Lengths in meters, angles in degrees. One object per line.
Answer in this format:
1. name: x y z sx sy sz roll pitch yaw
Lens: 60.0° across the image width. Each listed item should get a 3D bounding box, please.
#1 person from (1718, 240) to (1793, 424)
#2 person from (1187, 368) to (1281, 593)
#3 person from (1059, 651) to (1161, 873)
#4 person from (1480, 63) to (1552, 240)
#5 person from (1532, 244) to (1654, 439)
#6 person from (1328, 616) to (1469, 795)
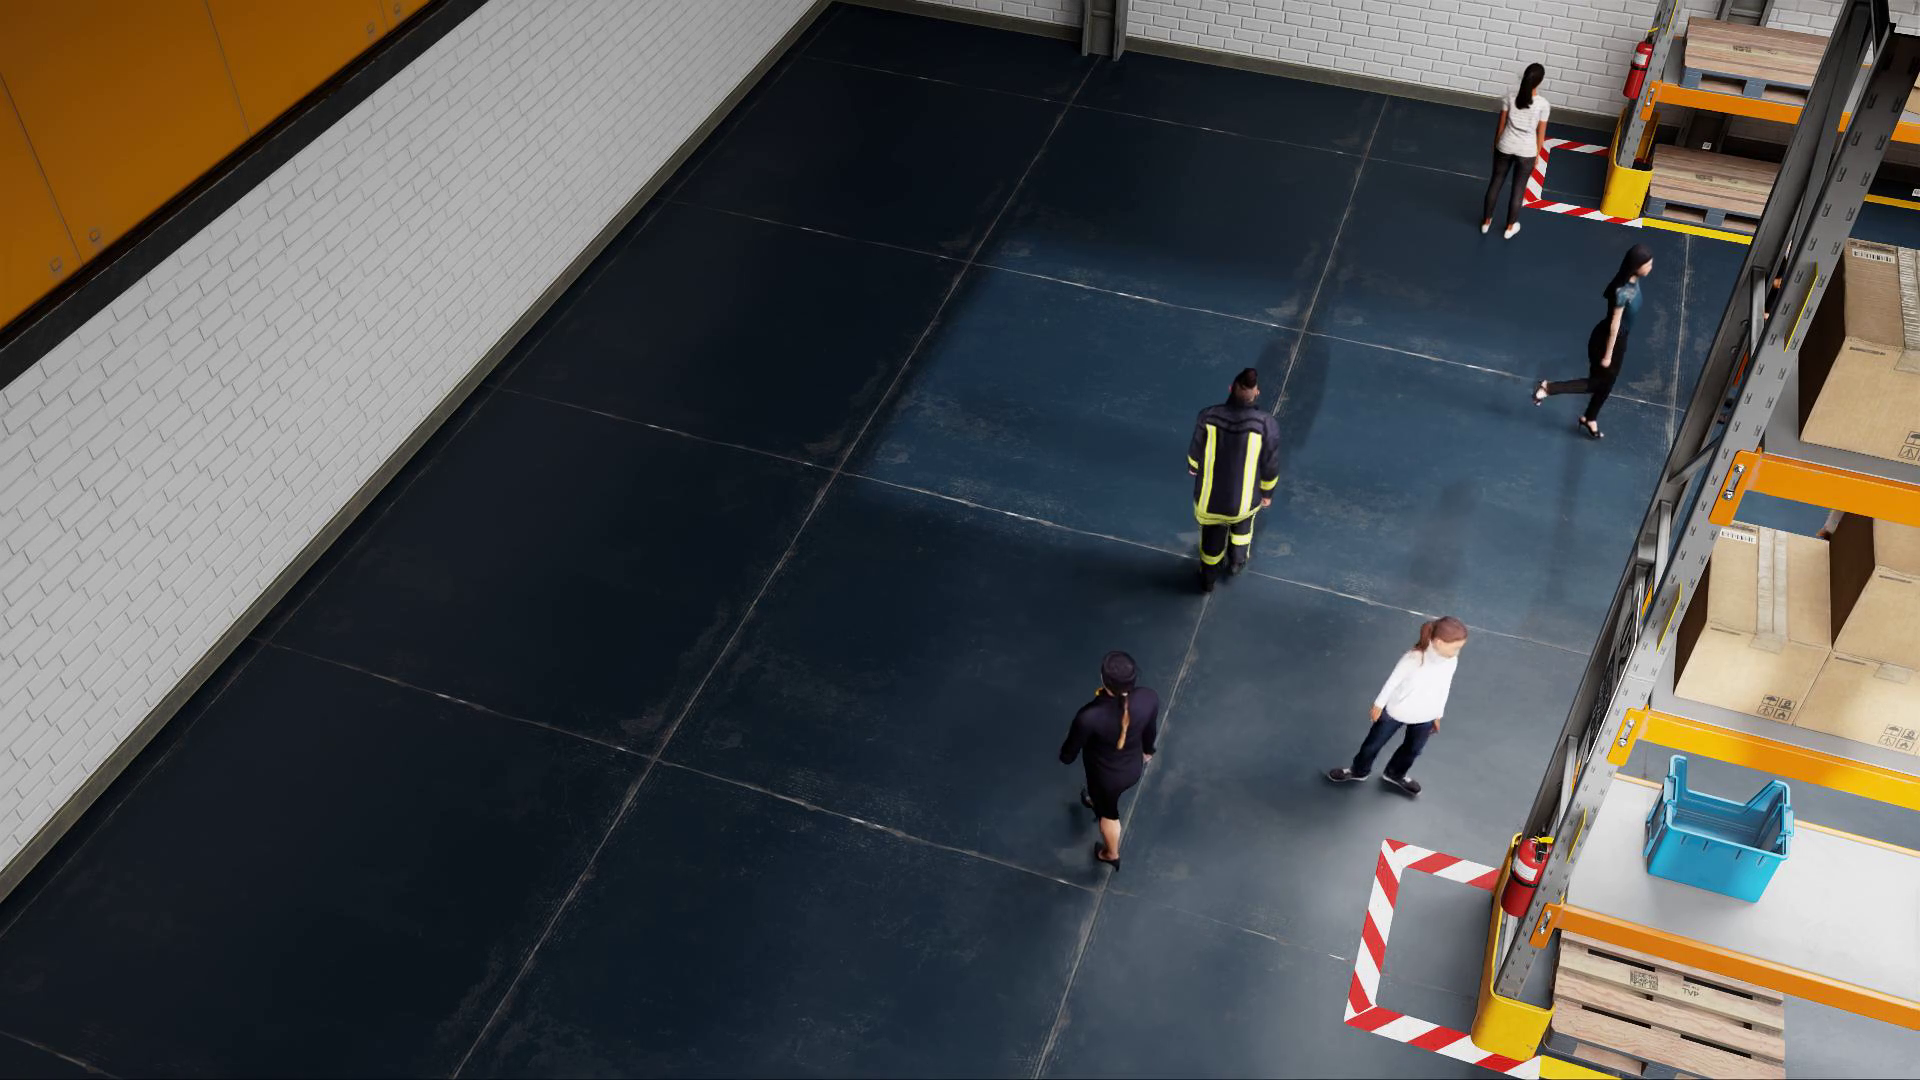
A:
1. person: 6.171 -1.584 12.691 0.675 1.633 0.682 27 50 25
2. person: 1.806 -0.349 11.238 0.728 1.850 0.888 8 44 8
3. person: 0.905 1.353 9.594 0.937 1.653 1.004 -22 48 -22
4. person: 4.887 -3.424 14.613 0.510 1.646 0.658 21 48 21
5. person: 4.800 -1.494 12.534 0.887 1.720 0.654 22 48 21
6. person: 2.676 1.005 10.042 0.619 1.537 0.837 5 44 5
